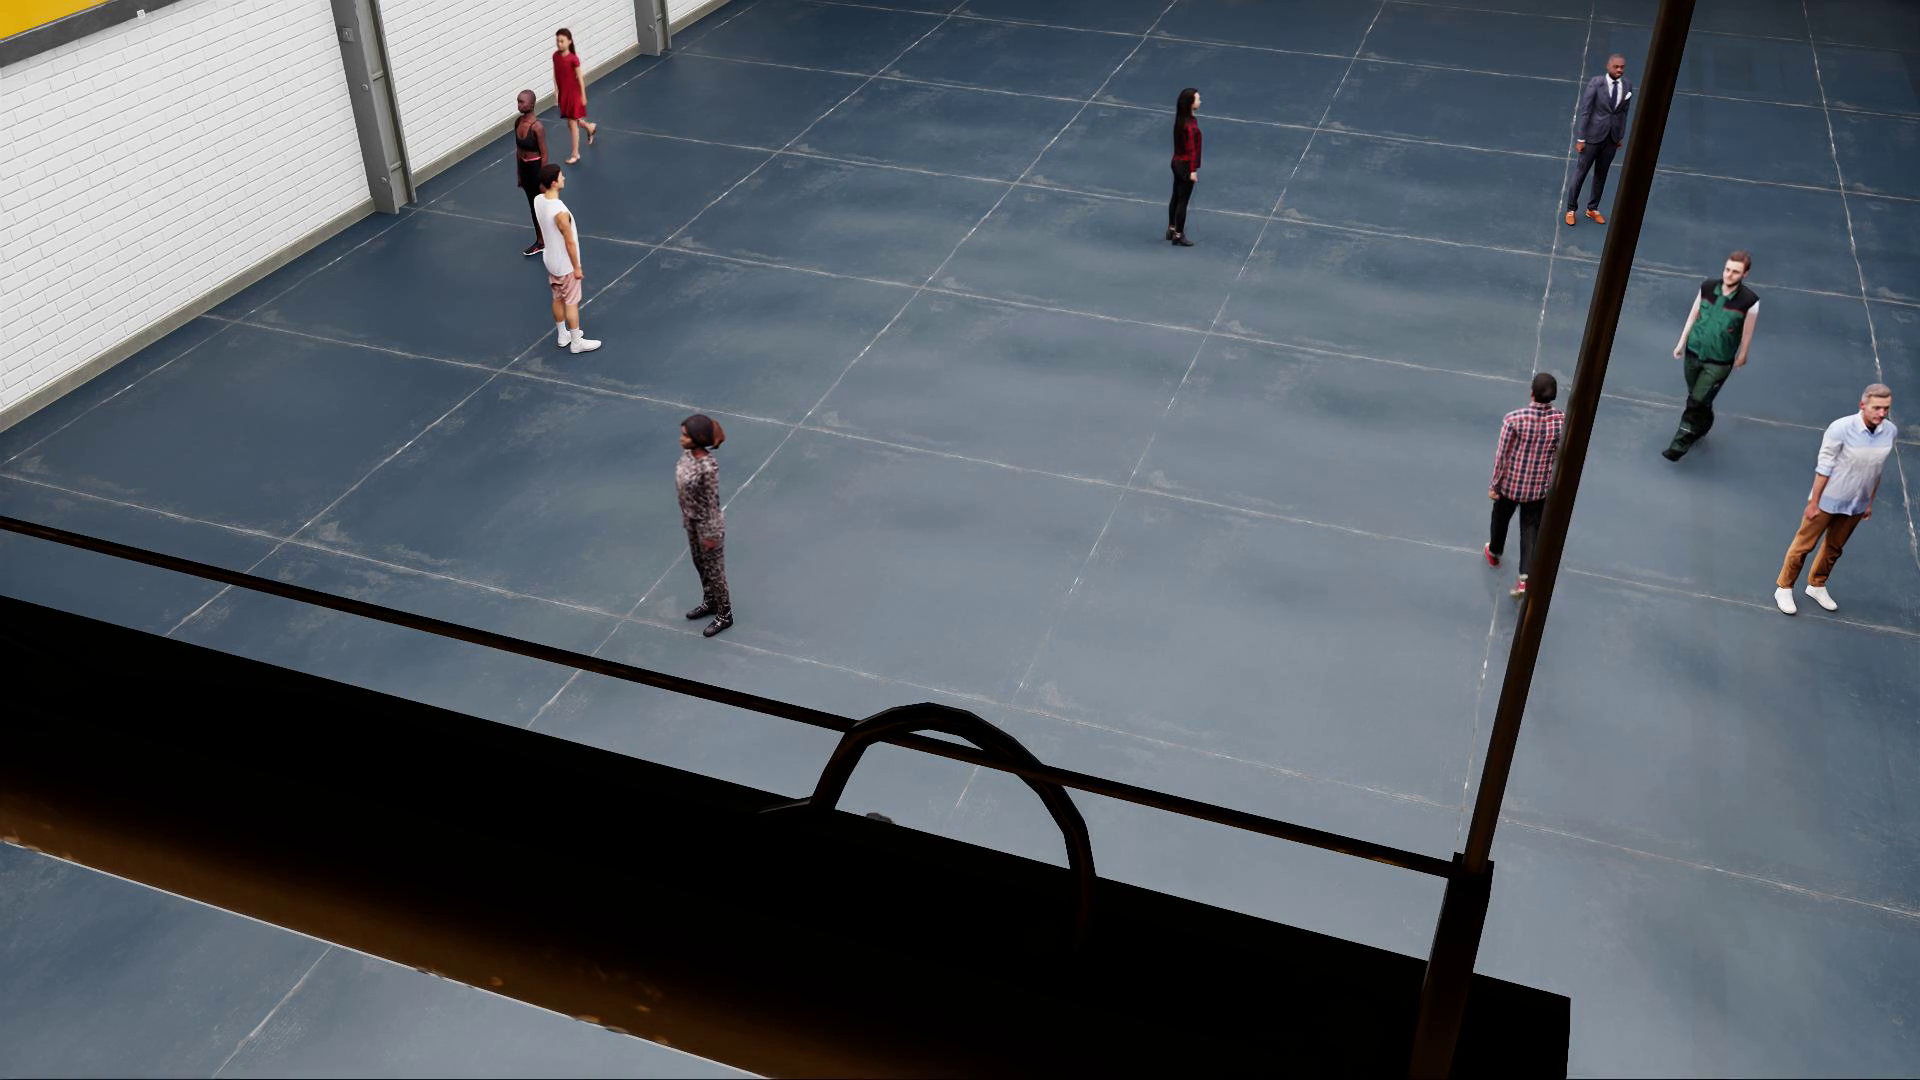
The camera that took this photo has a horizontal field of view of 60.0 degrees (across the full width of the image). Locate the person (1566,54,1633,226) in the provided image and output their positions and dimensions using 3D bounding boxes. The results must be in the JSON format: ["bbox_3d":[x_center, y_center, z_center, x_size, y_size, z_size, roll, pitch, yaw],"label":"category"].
[{"bbox_3d":[6.853,-4.305,17.814,0.791,1.824,0.776,-4,34,-6],"label":"person"}]

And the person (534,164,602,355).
[{"bbox_3d":[-3.662,-2.577,15.246,0.730,1.789,0.727,-27,42,-34],"label":"person"}]

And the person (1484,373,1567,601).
[{"bbox_3d":[4.097,-0.388,11.989,0.858,1.749,1.164,4,34,6],"label":"person"}]

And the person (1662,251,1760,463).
[{"bbox_3d":[6.211,-1.544,13.691,1.208,1.789,1.015,-24,40,-31],"label":"person"}]

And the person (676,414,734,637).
[{"bbox_3d":[-1.783,-0.116,11.611,0.730,1.713,0.684,-20,38,-27],"label":"person"}]

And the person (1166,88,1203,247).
[{"bbox_3d":[2.325,-3.890,17.341,0.723,1.658,0.619,-7,34,-10],"label":"person"}]

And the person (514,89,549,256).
[{"bbox_3d":[-4.336,-3.751,17.041,0.629,1.758,0.604,21,39,28],"label":"person"}]

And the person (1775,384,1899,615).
[{"bbox_3d":[6.246,-0.307,11.805,0.738,1.818,0.712,-4,34,-6],"label":"person"}]

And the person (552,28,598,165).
[{"bbox_3d":[-4.531,-5.245,19.491,0.588,1.534,0.964,15,36,21],"label":"person"}]
